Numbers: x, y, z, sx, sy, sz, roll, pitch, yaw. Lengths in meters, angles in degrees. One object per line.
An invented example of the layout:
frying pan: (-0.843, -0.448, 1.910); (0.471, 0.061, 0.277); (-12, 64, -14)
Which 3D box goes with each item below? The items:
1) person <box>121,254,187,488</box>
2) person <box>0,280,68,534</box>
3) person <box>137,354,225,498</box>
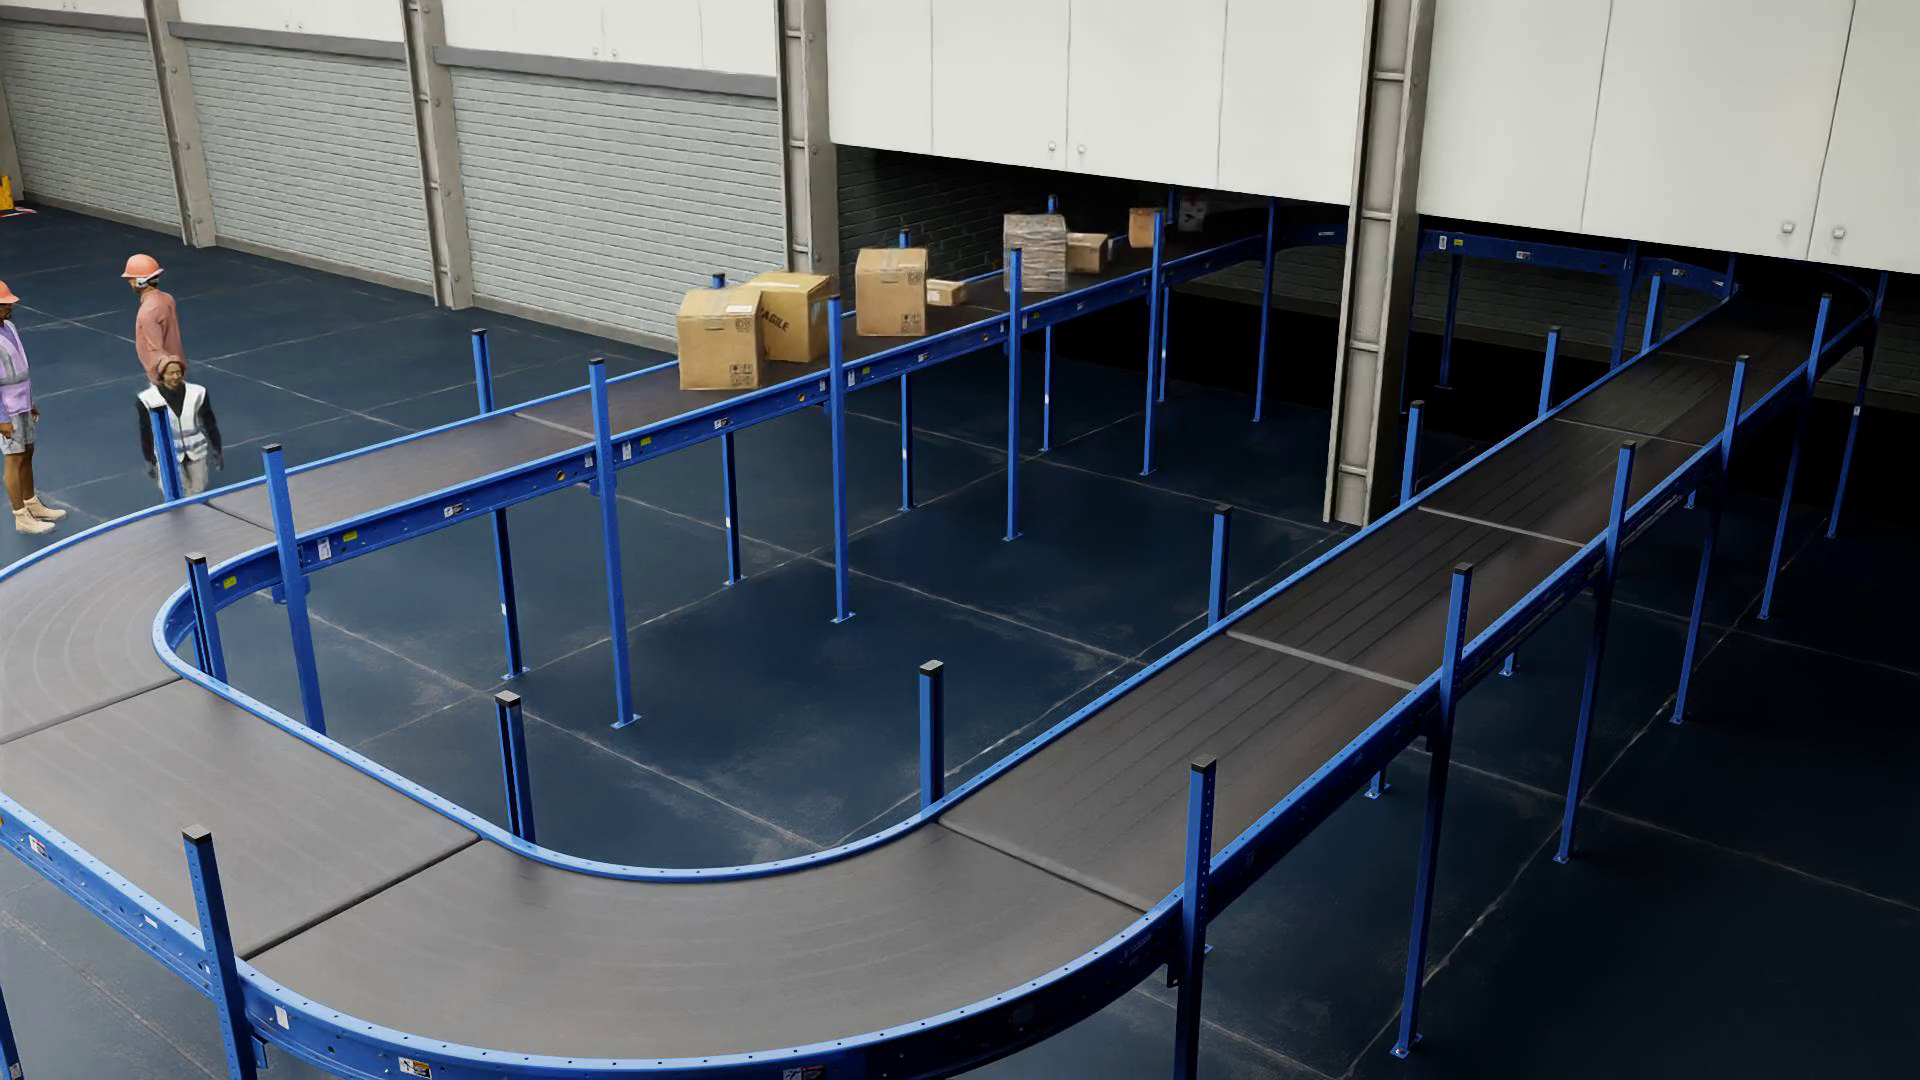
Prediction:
person: (-6.764, -1.431, 14.106); (0.385, 1.993, 0.624); (-3, 22, -9)
person: (-7.442, -1.059, 13.097); (0.371, 2.044, 0.607); (-4, 22, -10)
person: (-5.814, -0.601, 12.502); (0.539, 1.612, 0.627); (-16, 27, -35)
